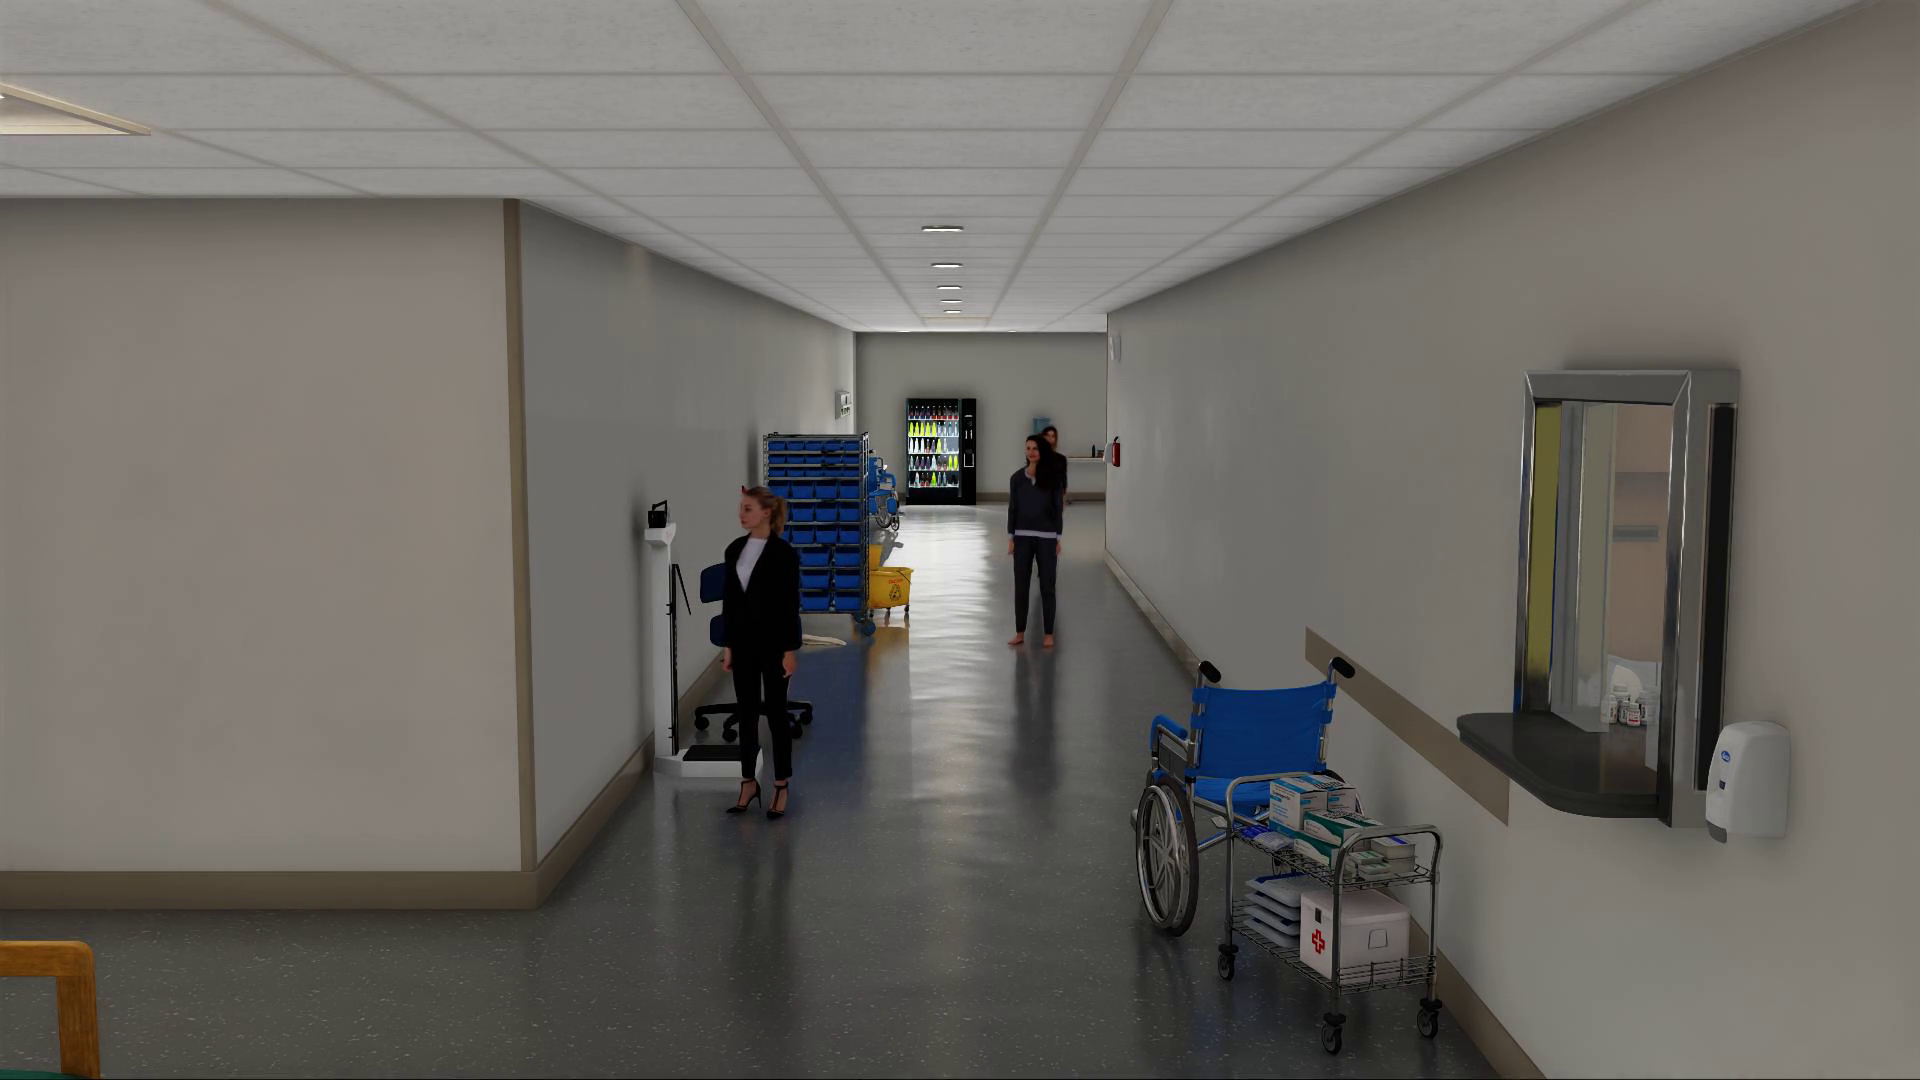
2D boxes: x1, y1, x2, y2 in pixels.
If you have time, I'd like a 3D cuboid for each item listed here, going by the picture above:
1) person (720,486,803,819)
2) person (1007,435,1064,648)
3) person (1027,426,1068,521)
[{"bbox_3d":[-1.013,0.570,8.545,0.613,1.705,0.743,3,6,26],"label":"person"},{"bbox_3d":[0.632,-0.001,13.902,0.530,1.768,0.718,1,6,13],"label":"person"},{"bbox_3d":[0.919,-0.368,17.915,0.950,1.696,0.750,1,6,6],"label":"person"}]
